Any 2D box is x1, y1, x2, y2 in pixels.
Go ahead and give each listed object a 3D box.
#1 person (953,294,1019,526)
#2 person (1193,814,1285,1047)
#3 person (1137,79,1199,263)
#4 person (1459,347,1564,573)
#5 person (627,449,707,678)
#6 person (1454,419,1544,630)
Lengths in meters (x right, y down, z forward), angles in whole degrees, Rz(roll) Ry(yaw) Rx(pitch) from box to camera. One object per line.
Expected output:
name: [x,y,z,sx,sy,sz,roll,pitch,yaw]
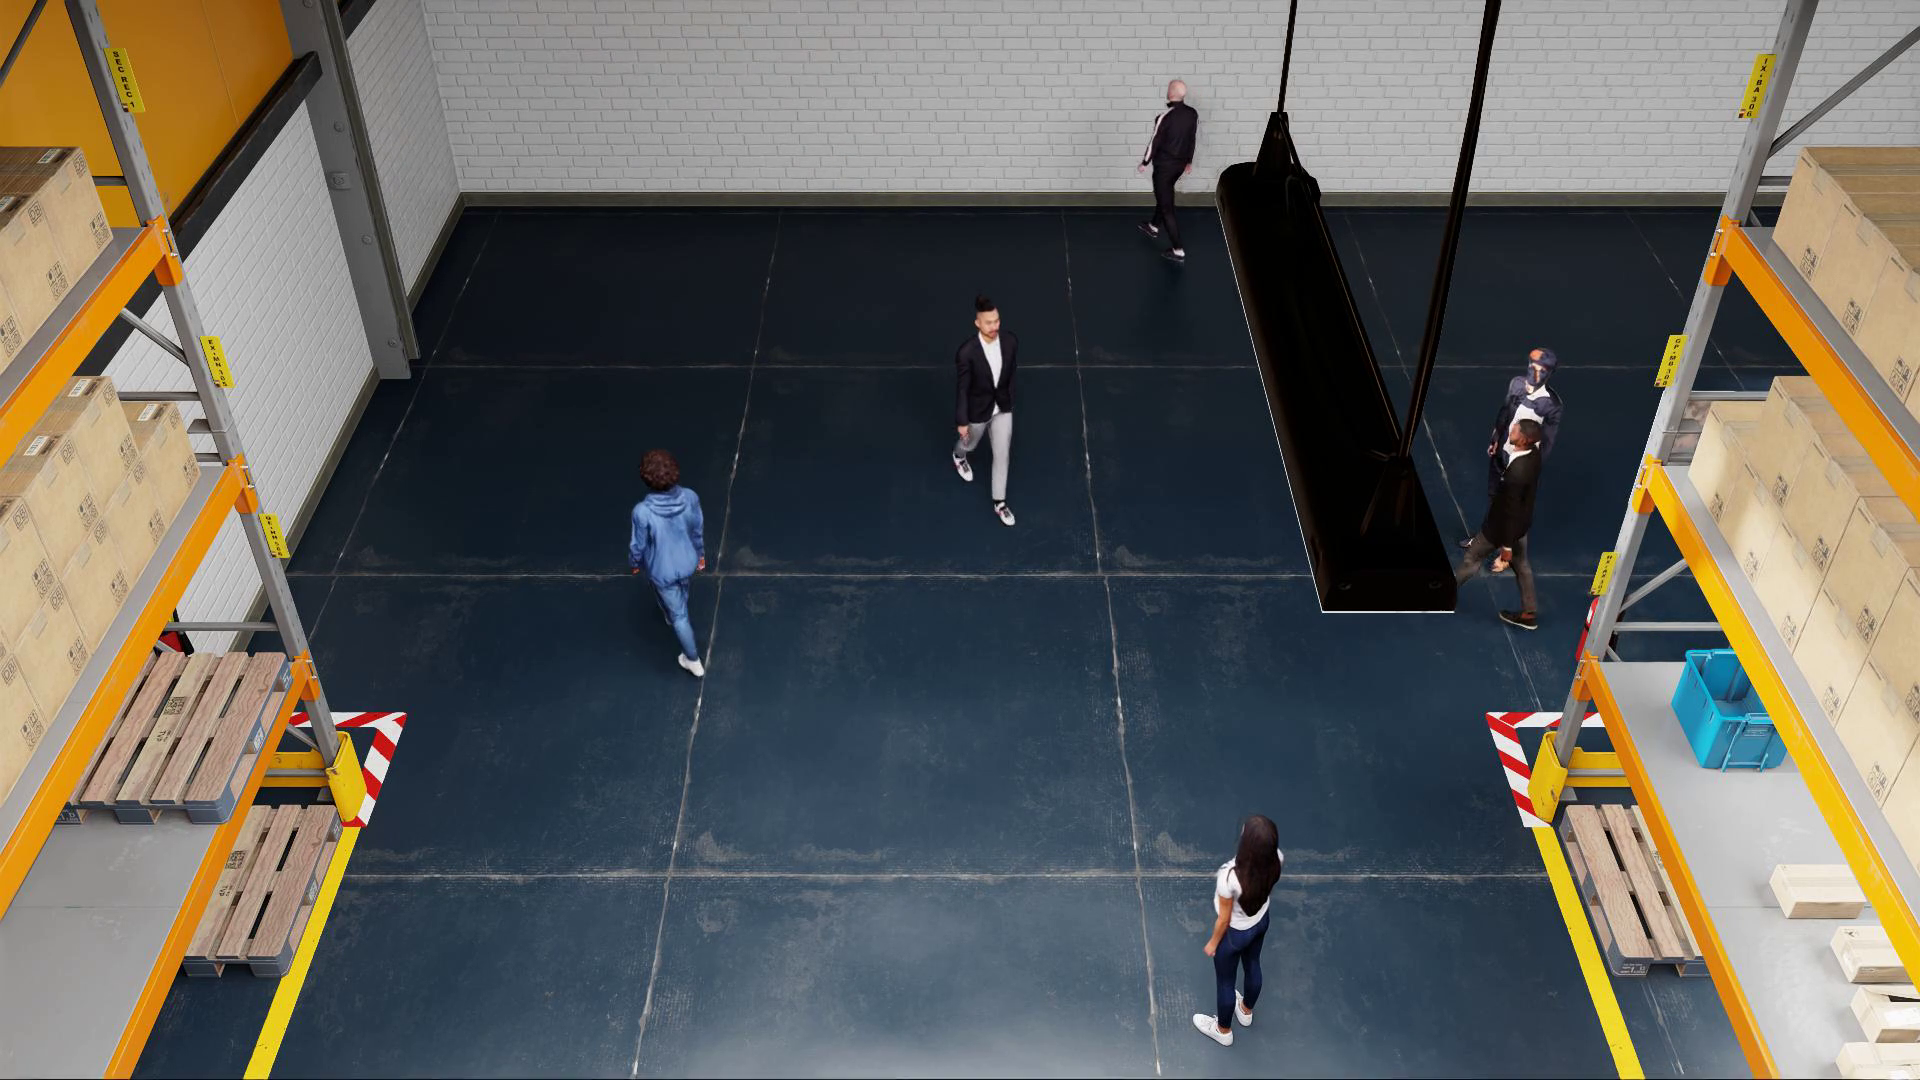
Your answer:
person: [0.159,-1.122,13.197,1.049,1.914,1.325,-15,41,-18]
person: [1.568,2.152,9.207,0.669,1.775,0.701,-25,45,-28]
person: [2.107,-3.603,16.393,1.085,1.801,1.175,-28,46,-30]
person: [4.226,-0.630,12.593,0.835,1.897,0.696,-17,42,-21]
person: [-1.987,0.205,11.646,1.079,1.774,1.221,-24,44,-27]
person: [4.040,-0.061,12.002,1.160,1.747,1.216,23,44,26]
